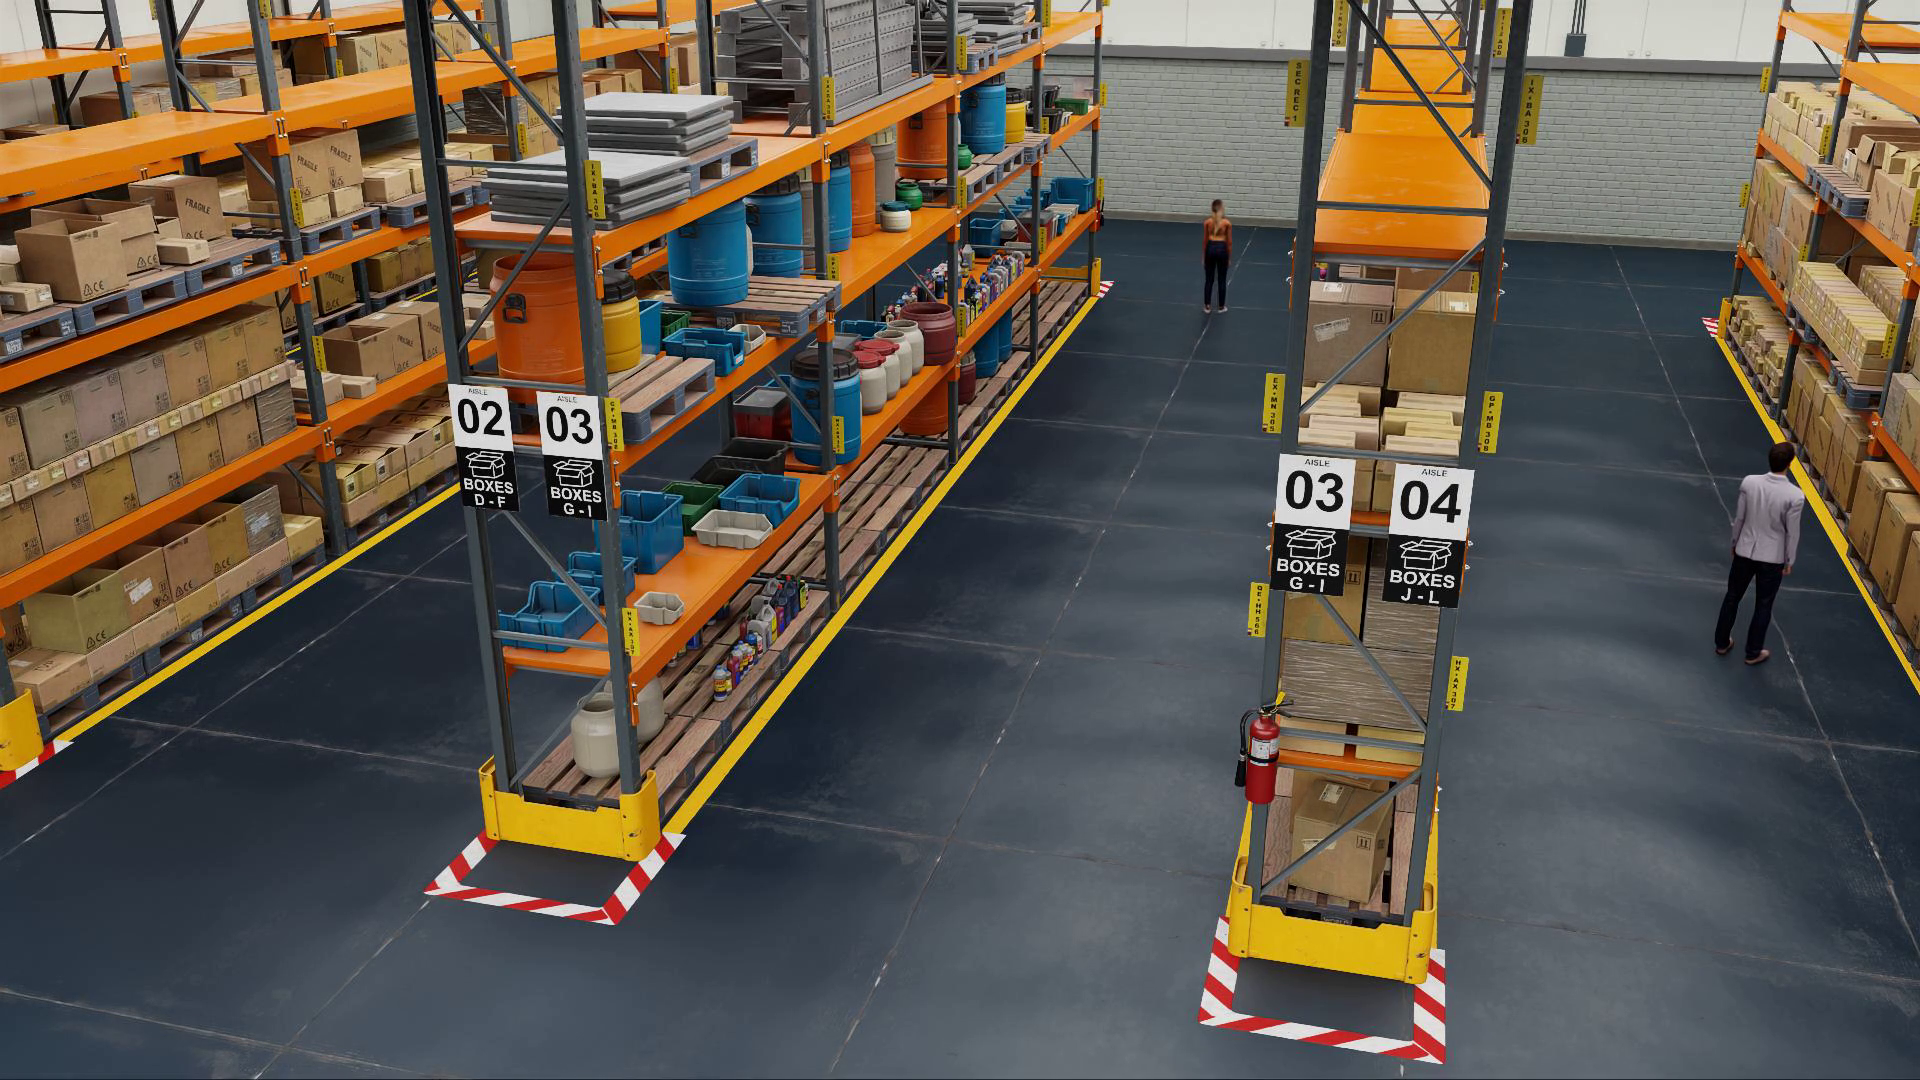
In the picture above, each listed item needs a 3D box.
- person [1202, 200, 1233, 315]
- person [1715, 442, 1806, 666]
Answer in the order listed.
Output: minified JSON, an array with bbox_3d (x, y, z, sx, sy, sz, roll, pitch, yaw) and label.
[{"bbox_3d":[3.700,-4.085,23.971,0.571,1.628,0.515,7,23,16],"label":"person"},{"bbox_3d":[6.473,0.096,13.459,0.759,1.847,0.752,-19,29,-38],"label":"person"}]
